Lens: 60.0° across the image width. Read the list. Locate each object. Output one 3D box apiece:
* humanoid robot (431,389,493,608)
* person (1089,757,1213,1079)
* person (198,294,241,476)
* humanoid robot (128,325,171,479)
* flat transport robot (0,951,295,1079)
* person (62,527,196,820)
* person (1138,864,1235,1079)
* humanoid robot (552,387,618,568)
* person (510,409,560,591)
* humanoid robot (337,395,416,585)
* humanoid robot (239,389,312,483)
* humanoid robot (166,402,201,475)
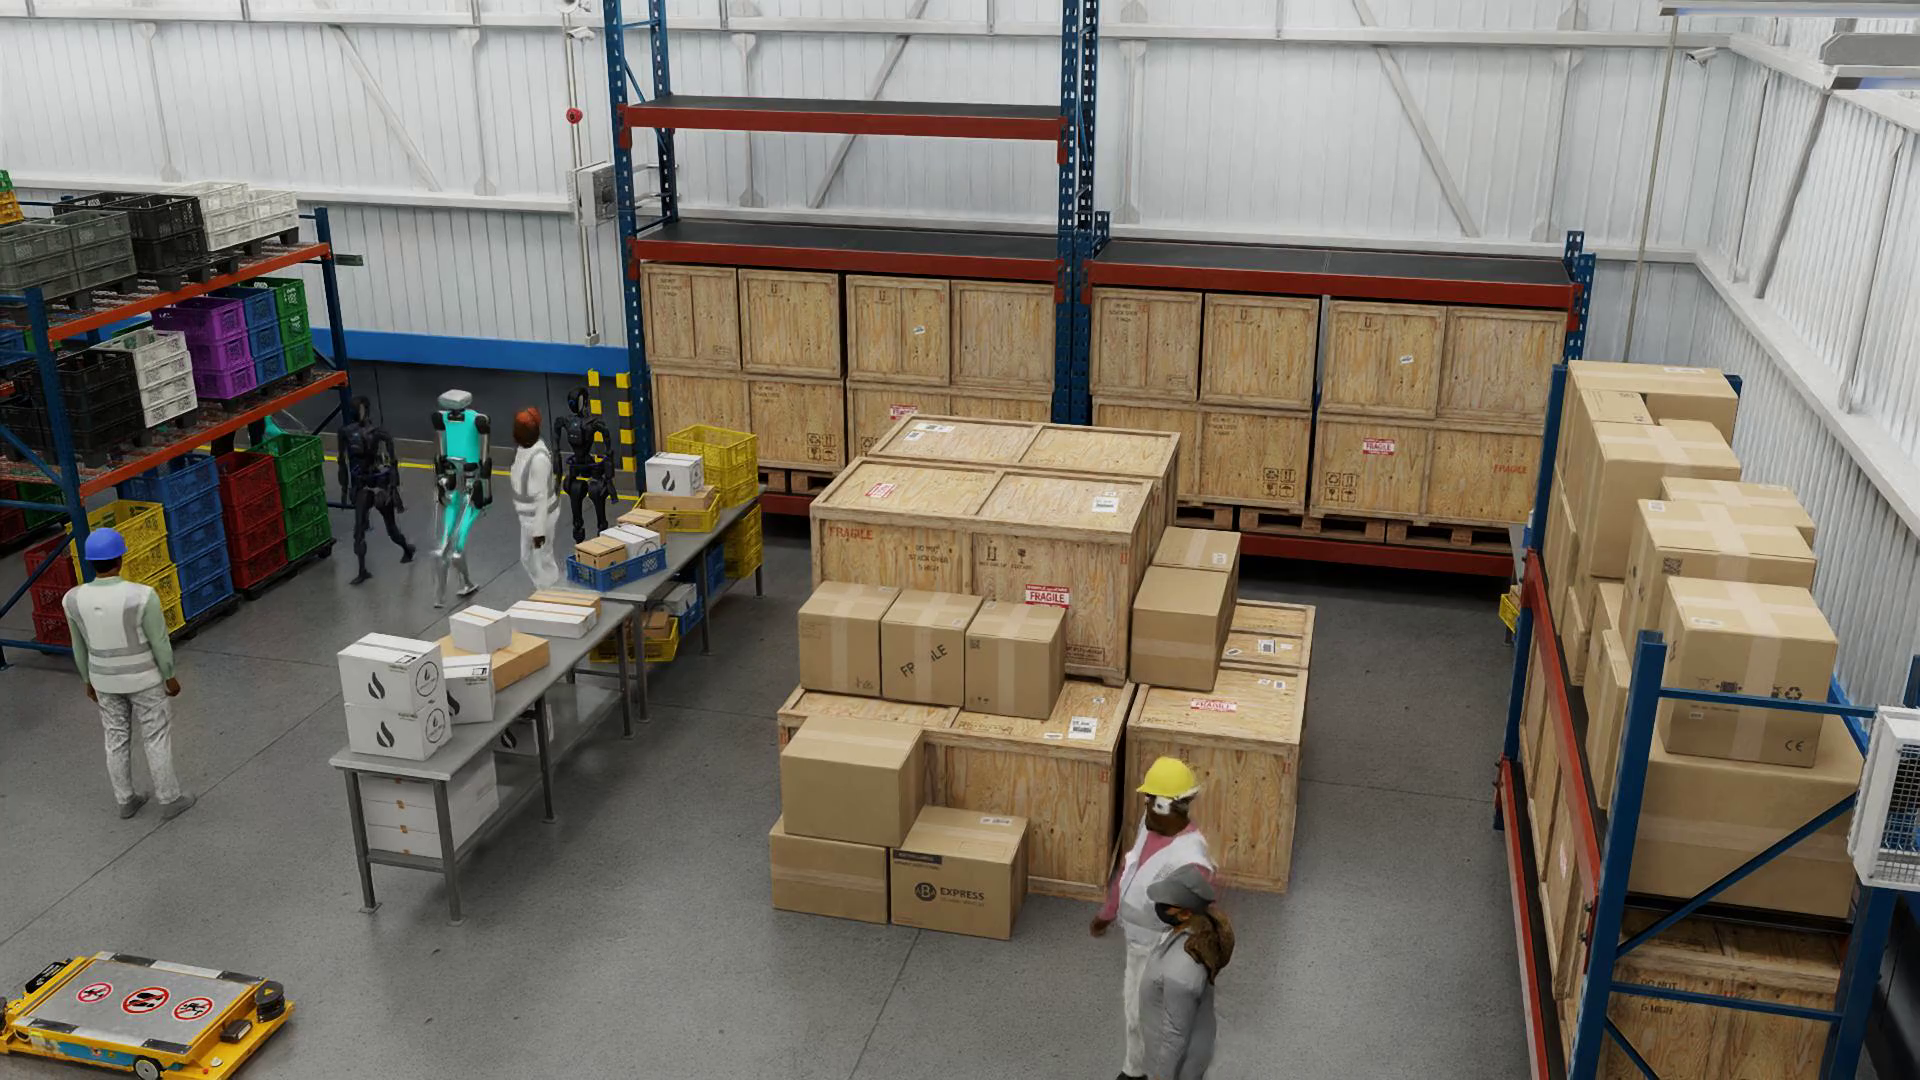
[{"bbox_3d":[-4.225,-0.255,13.803,0.540,1.884,0.822,7,22,17],"label":"humanoid robot"},{"bbox_3d":[0.906,1.901,7.921,0.502,1.800,0.624,-5,22,-13],"label":"person"},{"bbox_3d":[-7.208,-1.399,16.221,0.365,2.047,0.607,0,21,0],"label":"person"},{"bbox_3d":[-8.062,-1.328,16.479,0.878,1.768,0.552,12,24,28],"label":"humanoid robot"},{"bbox_3d":[-4.270,2.464,8.601,1.431,0.231,0.659,5,22,13],"label":"flat transport robot"},{"bbox_3d":[-5.238,0.853,10.482,0.604,1.940,0.420,1,21,3],"label":"person"},{"bbox_3d":[0.962,2.188,7.219,0.400,1.769,0.563,5,21,13],"label":"person"},{"bbox_3d":[-3.243,-0.530,14.438,0.599,1.657,0.315,5,22,13],"label":"humanoid robot"},{"bbox_3d":[-3.376,-0.172,13.284,0.356,1.857,0.625,-11,23,-26],"label":"person"},{"bbox_3d":[-5.055,-0.460,14.368,0.599,1.651,0.760,4,21,11],"label":"humanoid robot"},{"bbox_3d":[-6.562,-1.120,15.982,0.717,1.832,0.550,-3,21,-7],"label":"humanoid robot"},{"bbox_3d":[-8.060,-1.442,16.850,0.608,1.652,0.409,-18,27,-39],"label":"humanoid robot"}]
